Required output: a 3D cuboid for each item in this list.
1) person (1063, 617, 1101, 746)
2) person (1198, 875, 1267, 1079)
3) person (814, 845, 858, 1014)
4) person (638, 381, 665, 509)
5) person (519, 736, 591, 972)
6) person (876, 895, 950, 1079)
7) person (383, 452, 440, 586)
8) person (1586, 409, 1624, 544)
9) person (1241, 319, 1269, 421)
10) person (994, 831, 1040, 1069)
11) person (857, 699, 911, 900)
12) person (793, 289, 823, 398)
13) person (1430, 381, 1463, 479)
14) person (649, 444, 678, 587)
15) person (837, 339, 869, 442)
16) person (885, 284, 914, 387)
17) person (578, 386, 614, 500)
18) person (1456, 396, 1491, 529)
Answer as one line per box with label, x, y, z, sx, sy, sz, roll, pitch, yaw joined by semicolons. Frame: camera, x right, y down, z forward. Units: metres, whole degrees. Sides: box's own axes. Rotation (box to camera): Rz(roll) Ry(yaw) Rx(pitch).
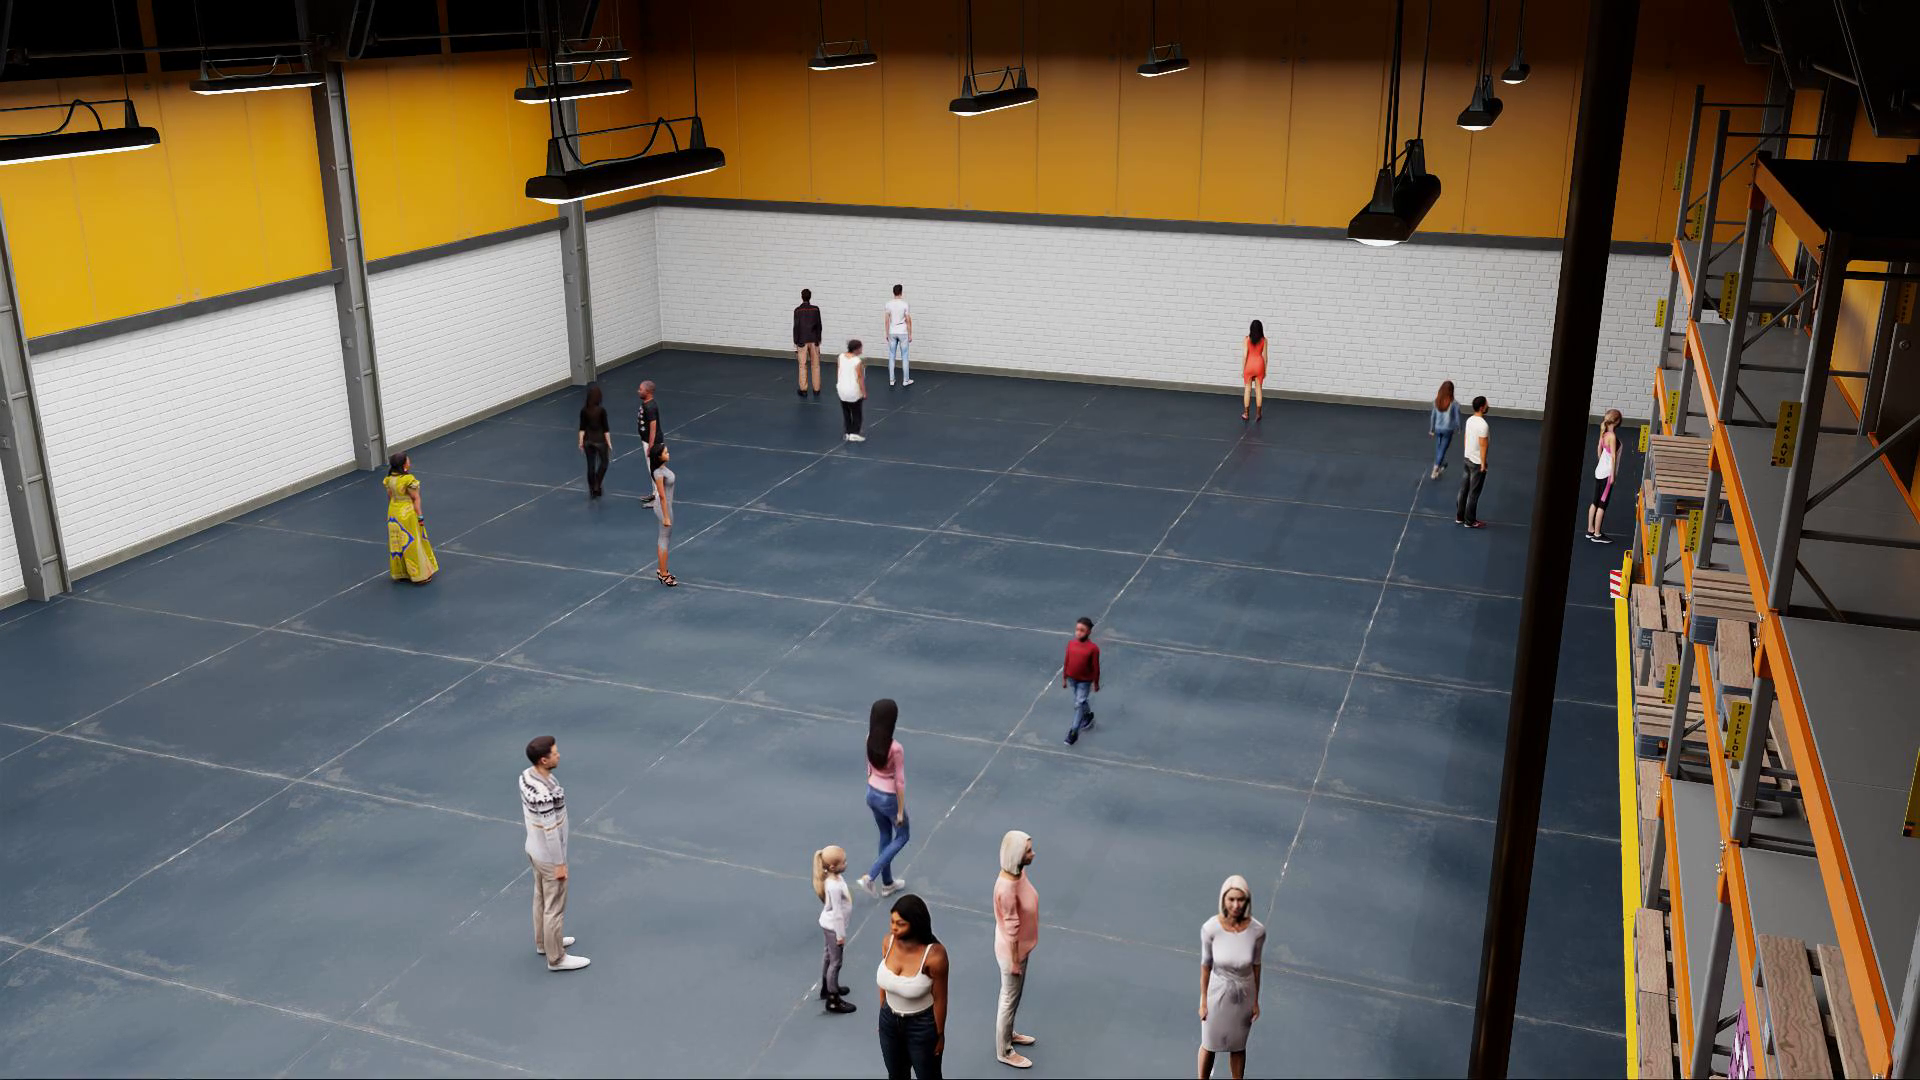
person;1.216;1.335;16.347;0.662;1.234;0.936;12;22;32
person;1.730;2.951;10.738;0.629;1.752;0.623;-1;19;-3
person;-0.915;2.778;11.994;0.633;1.278;0.552;-5;19;-14
person;-4.347;-1.371;23.489;0.825;1.805;0.729;-4;19;-12
person;-3.092;2.320;12.442;0.797;1.861;0.762;-11;21;-29
person;-0.292;3.025;10.432;0.705;1.808;0.684;13;22;33
person;-6.821;-0.280;20.478;0.879;1.660;0.801;9;21;25
person;8.533;-0.862;22.004;0.739;1.788;0.589;-1;19;-2
person;4.974;-2.884;28.117;0.658;1.718;0.640;0;19;0
person;0.369;2.757;11.355;0.710;1.725;0.538;2;19;7
person;-0.660;2.097;13.304;0.729;1.733;0.867;16;24;40
person;-2.729;-3.539;29.739;0.793;1.925;0.836;-7;20;-20
person;7.185;-1.622;24.786;0.788;1.453;0.975;18;25;42
person;-3.641;-0.321;20.409;0.726;1.781;0.615;-3;19;-9
person;-1.740;-2.432;26.843;0.765;1.675;0.750;9;20;24
person;-1.132;-3.771;30.543;0.661;1.851;0.561;5;19;14
person;-5.212;-1.366;23.745;0.736;1.632;0.684;1;19;3
person;6.989;-1.078;22.620;0.779;1.804;0.662;-4;19;-11
